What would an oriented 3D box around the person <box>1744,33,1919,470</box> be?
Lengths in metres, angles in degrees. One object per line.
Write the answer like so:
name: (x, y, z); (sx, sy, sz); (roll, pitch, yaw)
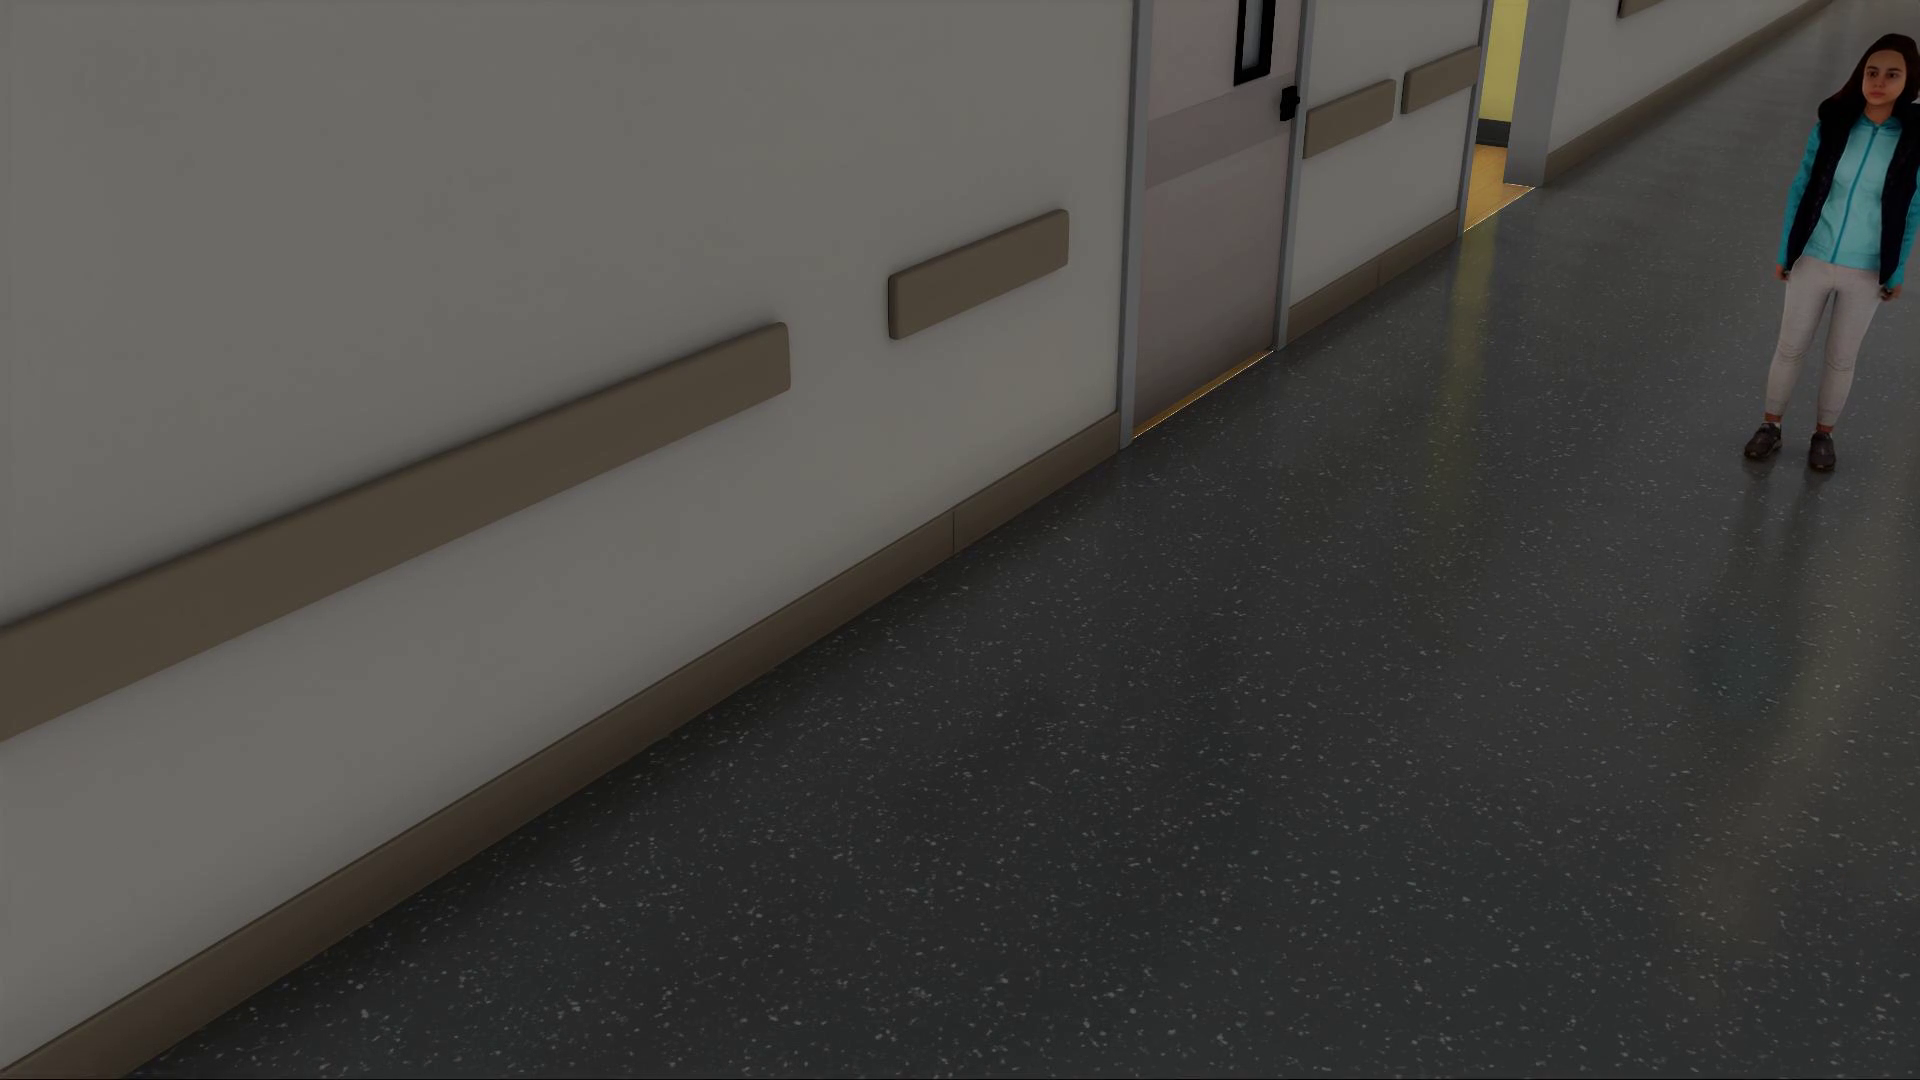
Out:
person: (3.051, -0.984, 5.748); (0.528, 1.500, 0.642); (14, 29, 27)
